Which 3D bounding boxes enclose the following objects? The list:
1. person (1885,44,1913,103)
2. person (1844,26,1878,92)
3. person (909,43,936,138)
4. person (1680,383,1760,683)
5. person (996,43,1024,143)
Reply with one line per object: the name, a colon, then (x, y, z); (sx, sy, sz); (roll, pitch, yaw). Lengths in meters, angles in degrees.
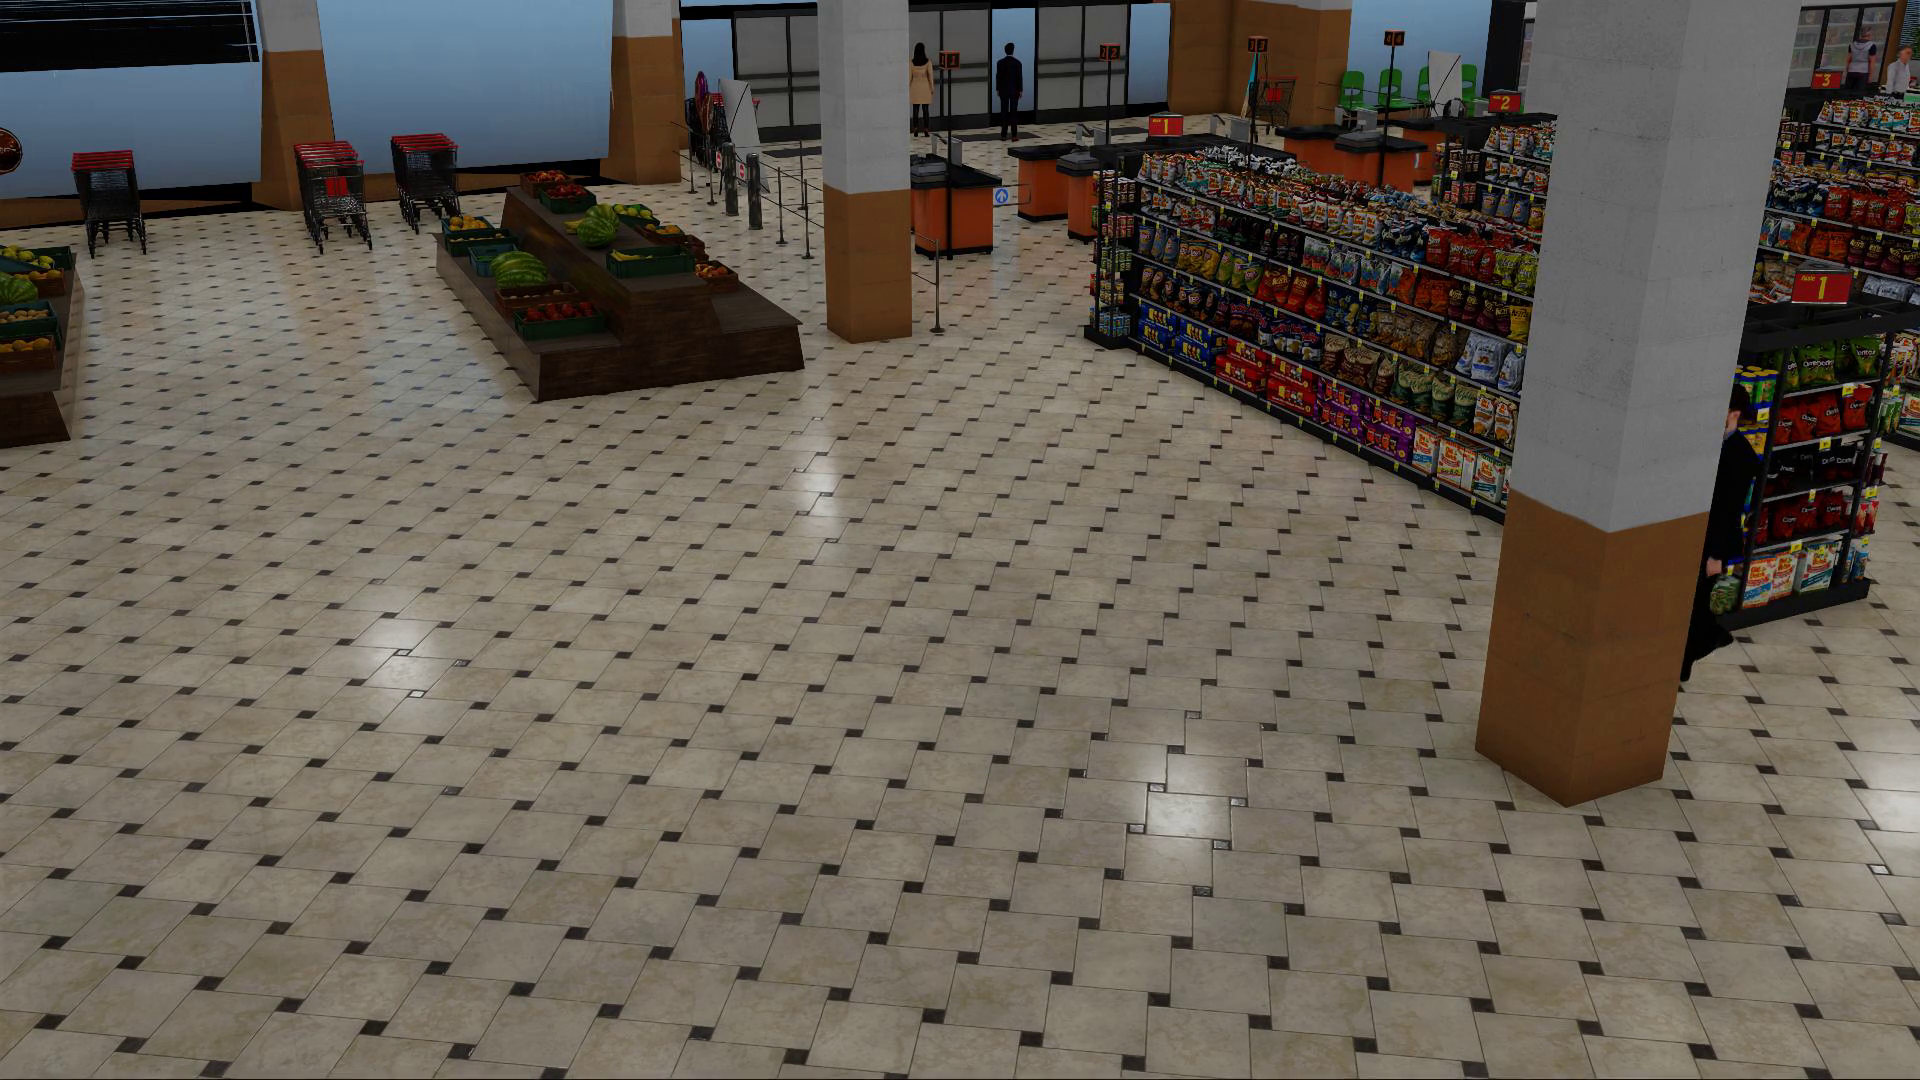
person: (16.323, -7.739, 29.062); (0.667, 1.816, 0.580); (-13, 25, -28)
person: (17.405, -9.023, 32.242); (0.798, 1.828, 0.583); (-16, 27, -34)
person: (-0.724, -8.267, 30.555); (0.721, 1.682, 0.715); (2, 22, 6)
person: (4.465, -0.032, 9.797); (0.931, 1.878, 0.882); (-1, 22, -3)
person: (0.885, -8.103, 30.091); (0.707, 1.725, 0.728); (4, 22, 11)
